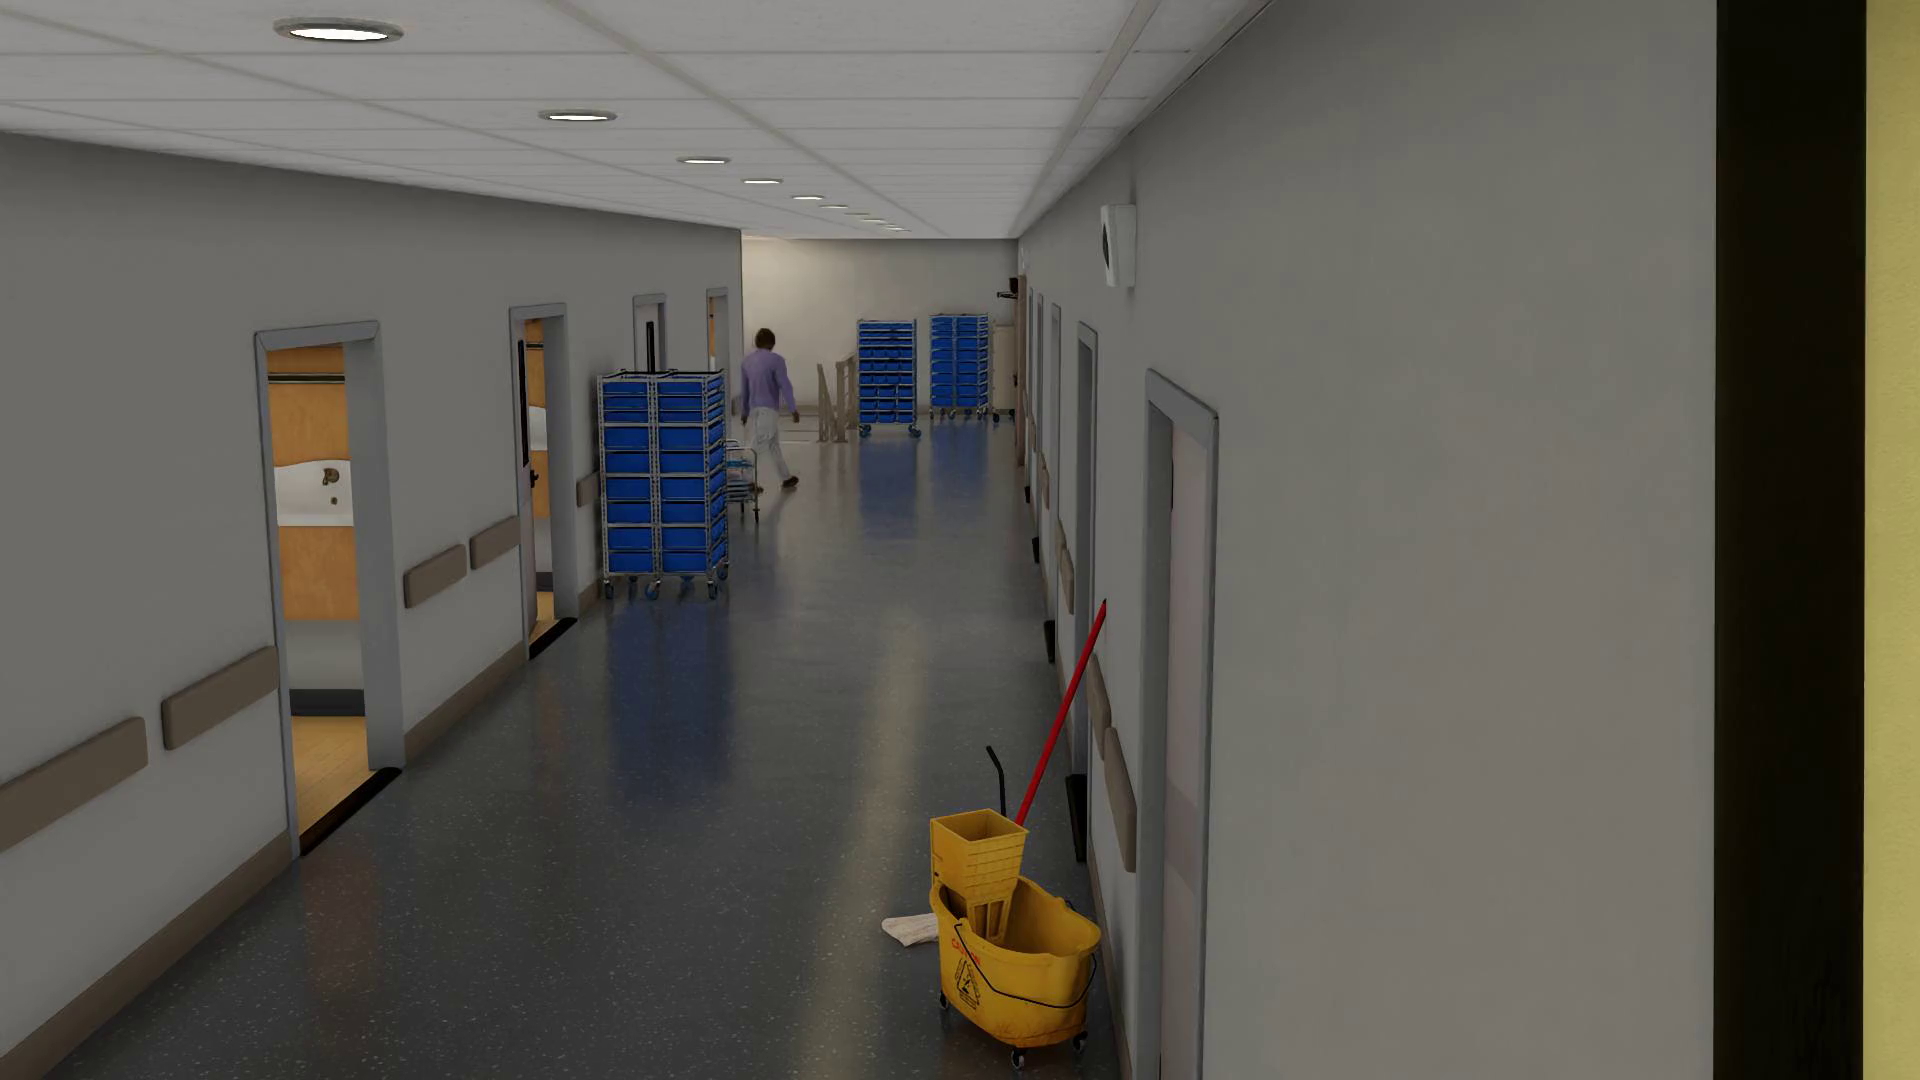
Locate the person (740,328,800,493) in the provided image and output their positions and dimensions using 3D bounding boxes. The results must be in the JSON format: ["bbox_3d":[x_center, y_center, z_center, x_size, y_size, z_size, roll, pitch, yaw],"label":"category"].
[{"bbox_3d":[-2.235,-1.487,19.101,0.728,1.875,1.032,9,13,42],"label":"person"}]
